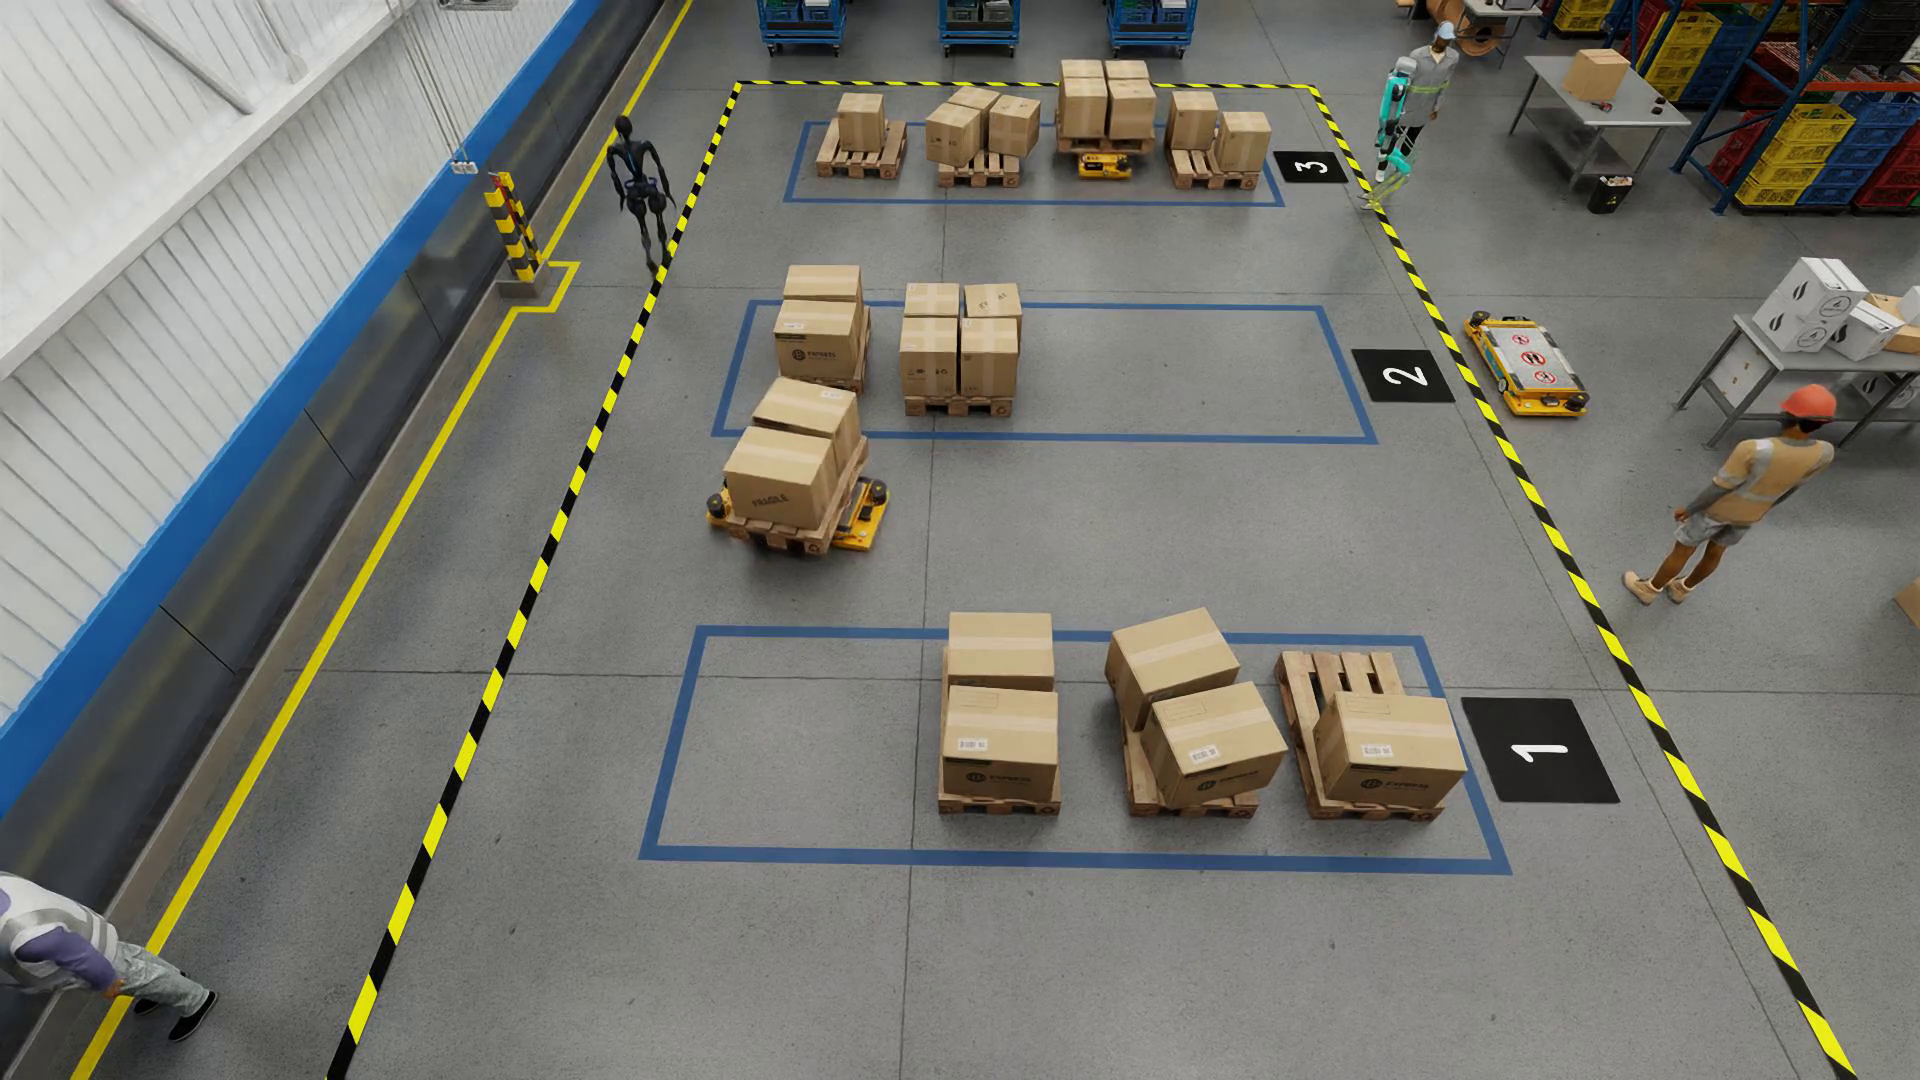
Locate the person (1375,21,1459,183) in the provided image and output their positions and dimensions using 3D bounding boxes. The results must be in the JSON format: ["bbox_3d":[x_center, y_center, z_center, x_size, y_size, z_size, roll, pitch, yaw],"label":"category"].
[{"bbox_3d":[5.494,-5.226,11.009,0.588,1.852,0.371,-1,49,-1],"label":"person"}]

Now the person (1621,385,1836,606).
[{"bbox_3d":[5.524,-0.258,6.592,0.605,2.033,0.399,2,49,1],"label":"person"}]

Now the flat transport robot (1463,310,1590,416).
[{"bbox_3d":[5.573,-1.757,9.054,0.659,0.231,1.431,1,49,1],"label":"flat transport robot"}]

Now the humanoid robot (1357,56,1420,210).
[{"bbox_3d":[5.030,-4.588,10.444,0.735,1.677,0.533,10,50,8],"label":"humanoid robot"}]

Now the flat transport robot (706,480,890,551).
[{"bbox_3d":[-1.371,-0.325,7.796,1.431,0.197,0.652,10,50,9],"label":"flat transport robot"}]

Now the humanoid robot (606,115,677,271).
[{"bbox_3d":[-3.367,-3.642,9.759,0.601,1.626,0.526,-8,50,-6],"label":"humanoid robot"}]

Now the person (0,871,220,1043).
[{"bbox_3d":[-4.521,2.119,4.664,0.585,1.834,0.404,23,53,18],"label":"person"}]

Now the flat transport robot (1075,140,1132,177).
[{"bbox_3d":[1.850,-5.204,12.019,0.652,0.197,1.431,1,49,1],"label":"flat transport robot"}]
